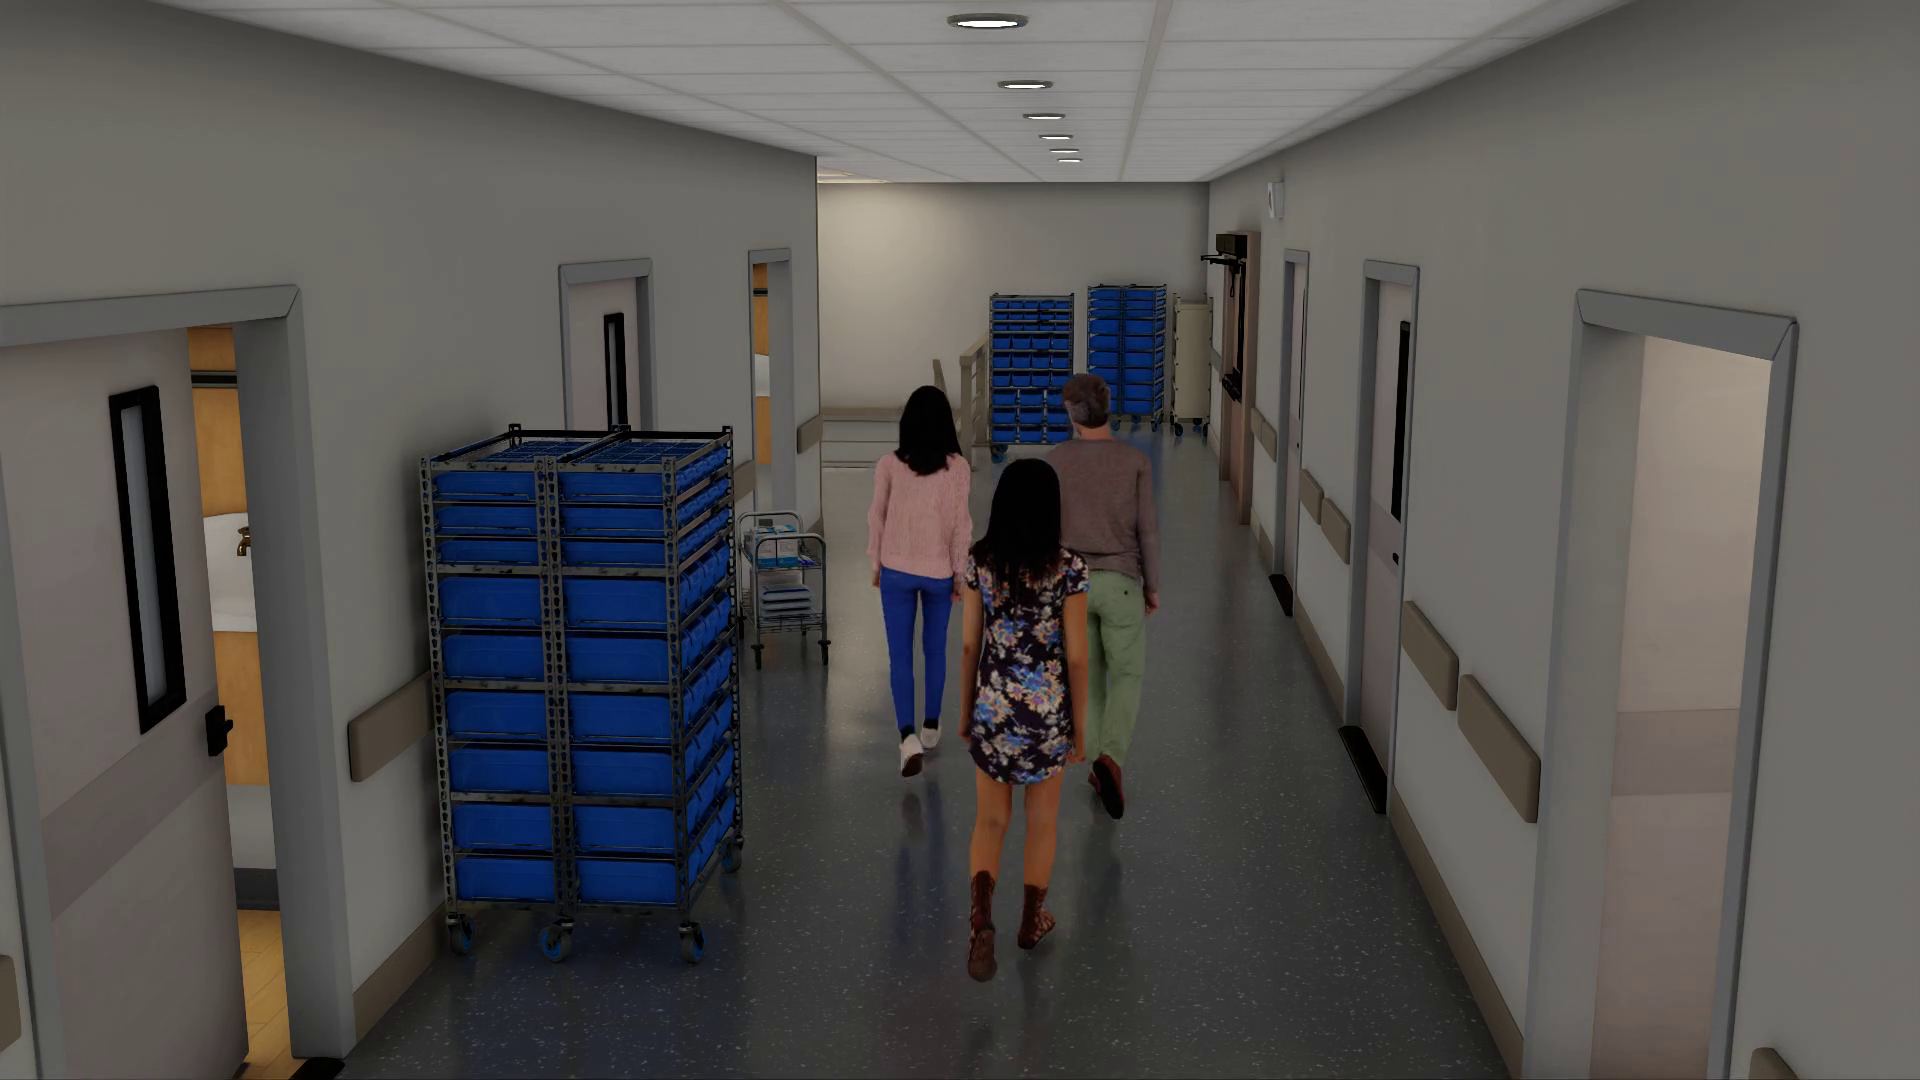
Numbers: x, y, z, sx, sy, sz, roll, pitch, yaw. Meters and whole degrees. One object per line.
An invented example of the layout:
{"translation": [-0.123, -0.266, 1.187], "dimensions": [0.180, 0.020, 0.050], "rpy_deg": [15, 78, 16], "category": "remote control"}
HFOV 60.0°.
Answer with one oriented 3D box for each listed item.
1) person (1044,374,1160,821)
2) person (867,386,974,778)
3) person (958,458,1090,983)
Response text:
{"translation": [0.568, 0.261, 6.947], "dimensions": [0.727, 1.834, 1.085], "rpy_deg": [2, 11, 12], "category": "person"}
{"translation": [-0.192, 0.203, 7.500], "dimensions": [0.717, 1.741, 1.133], "rpy_deg": [0, 11, -2], "category": "person"}
{"translation": [0.174, 0.609, 5.437], "dimensions": [0.712, 1.714, 1.018], "rpy_deg": [3, 11, 16], "category": "person"}
